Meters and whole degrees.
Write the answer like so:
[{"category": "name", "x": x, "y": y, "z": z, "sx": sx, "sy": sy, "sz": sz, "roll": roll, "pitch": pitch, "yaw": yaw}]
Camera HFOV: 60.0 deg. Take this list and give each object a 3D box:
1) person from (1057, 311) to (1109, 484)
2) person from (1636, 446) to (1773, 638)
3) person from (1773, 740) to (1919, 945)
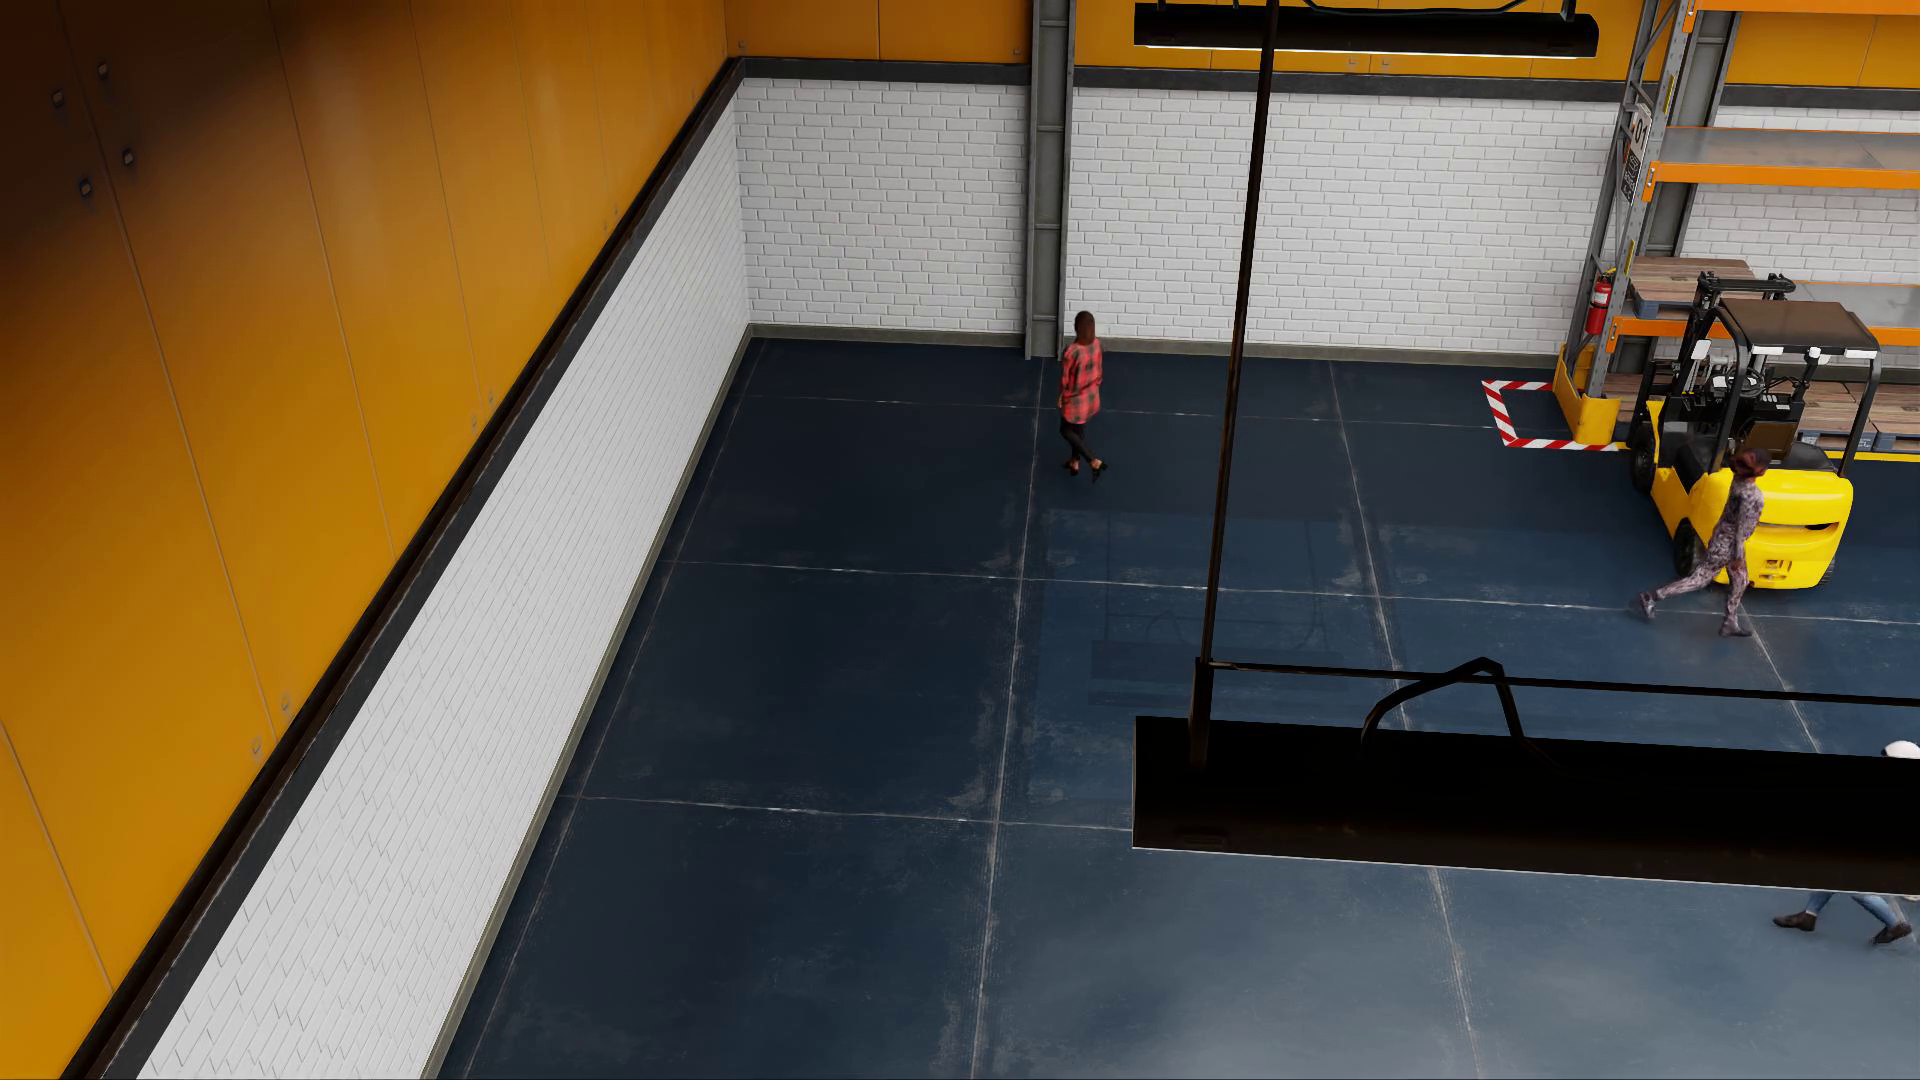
[{"category": "person", "x": 1.123, "y": -1.250, "z": 15.026, "sx": 0.927, "sy": 1.688, "sz": 0.985, "roll": -24, "pitch": 41, "yaw": -32}, {"category": "person", "x": 5.942, "y": 0.031, "z": 13.111, "sx": 1.205, "sy": 1.676, "sz": 0.771, "roll": 14, "pitch": 36, "yaw": 20}, {"category": "person", "x": 5.700, "y": 1.923, "z": 10.324, "sx": 1.033, "sy": 1.610, "sz": 0.697, "roll": 6, "pitch": 34, "yaw": 10}]
